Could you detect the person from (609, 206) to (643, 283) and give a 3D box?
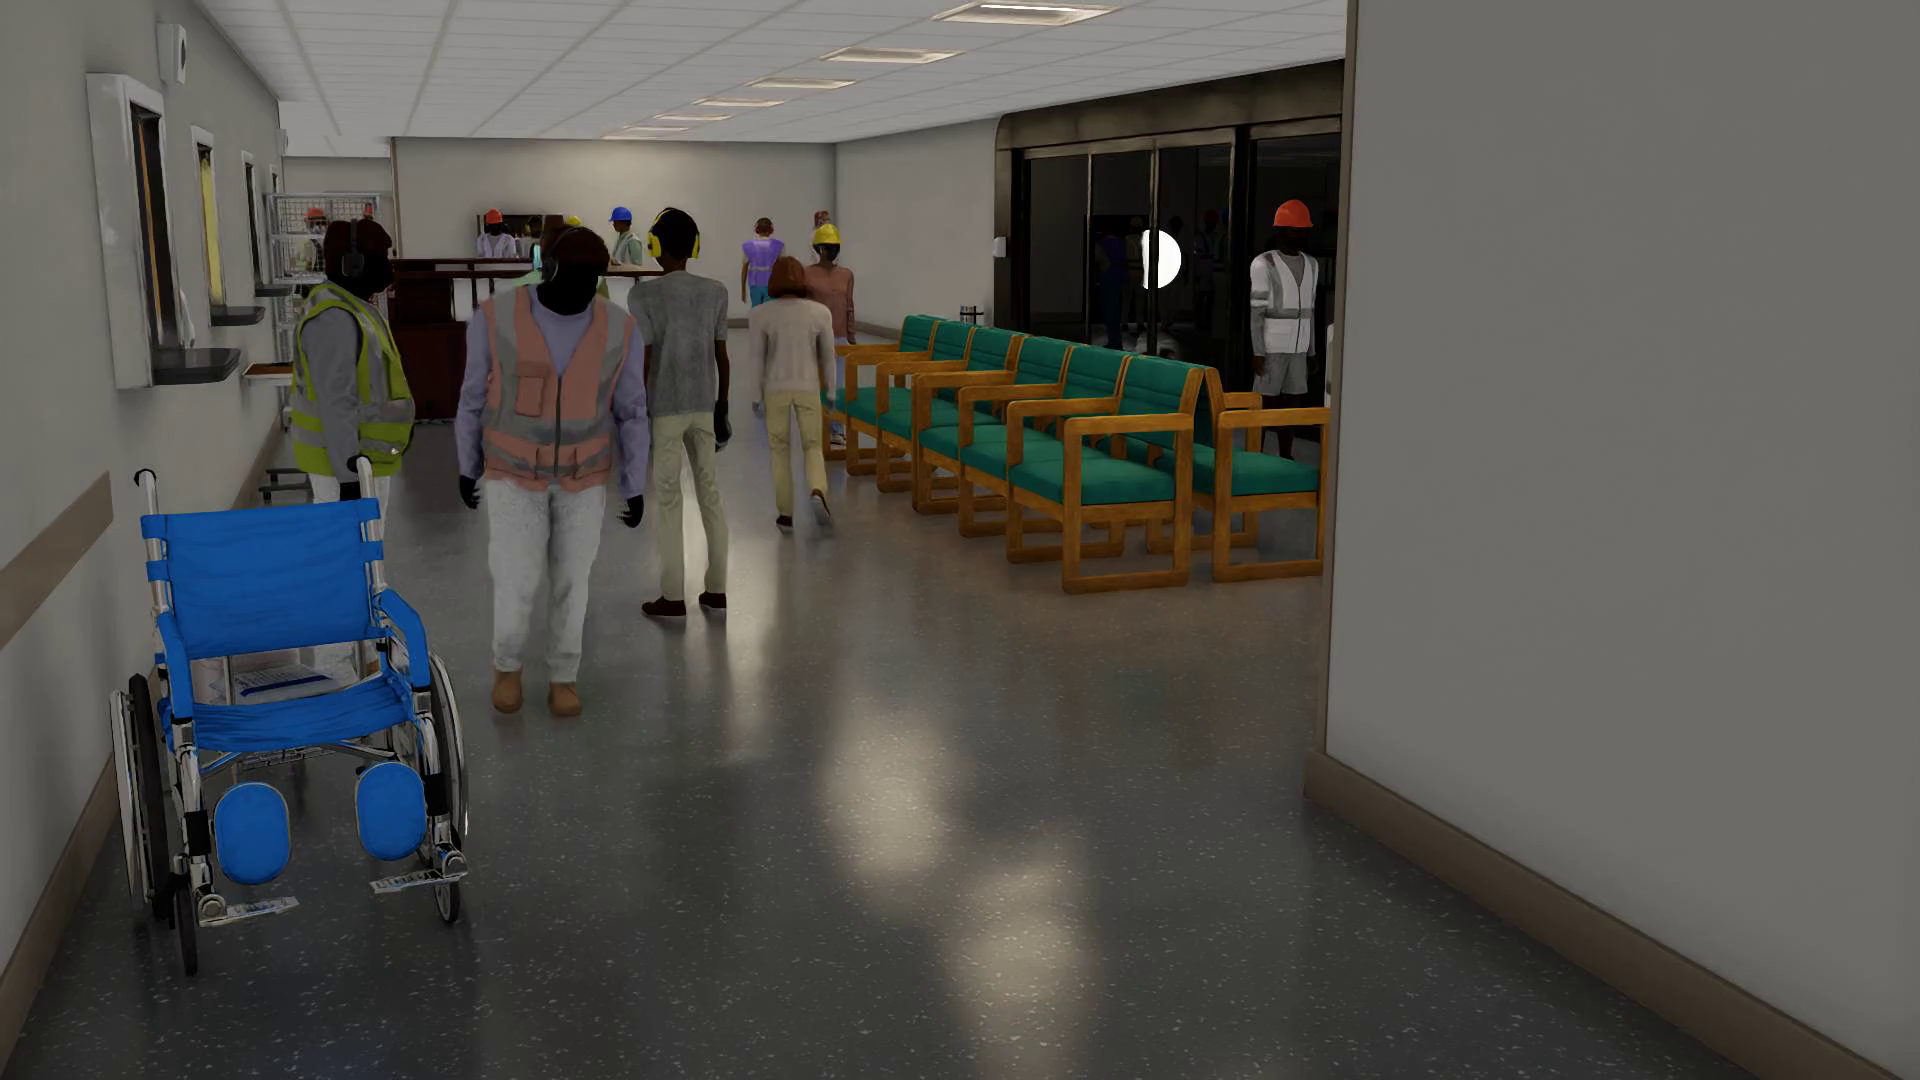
[{"bbox_3d":[-4.146,-3.161,20.702,0.406,1.945,0.615,-7,13,-31],"label":"person"}]

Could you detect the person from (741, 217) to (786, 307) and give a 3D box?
[{"bbox_3d":[-2.512,-3.214,21.317,0.581,1.827,0.433,1,11,4],"label":"person"}]

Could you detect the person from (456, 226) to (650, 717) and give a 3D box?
[{"bbox_3d":[-1.453,-0.219,6.005,0.661,1.800,0.510,-4,12,-22],"label":"person"}]

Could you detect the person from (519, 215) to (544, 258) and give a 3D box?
[{"bbox_3d":[-6.007,-3.676,23.609,0.591,1.848,0.505,-10,15,-41],"label":"person"}]

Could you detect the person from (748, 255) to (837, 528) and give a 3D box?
[{"bbox_3d":[-0.962,-0.844,9.692,0.510,1.610,0.544,-3,11,-14],"label":"person"}]

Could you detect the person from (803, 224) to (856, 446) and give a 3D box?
[{"bbox_3d":[-1.051,-1.608,13.198,0.523,1.772,0.307,-8,13,-34],"label":"person"}]

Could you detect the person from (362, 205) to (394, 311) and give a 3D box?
[{"bbox_3d":[-8.179,-3.674,23.251,0.611,1.985,0.415,2,11,10],"label":"person"}]

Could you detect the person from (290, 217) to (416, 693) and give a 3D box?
[{"bbox_3d":[-2.271,-0.285,6.283,0.431,1.833,0.644,-2,11,-9],"label":"person"}]

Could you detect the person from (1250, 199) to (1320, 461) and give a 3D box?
[{"bbox_3d":[2.192,-1.299,11.175,0.542,1.939,0.365,-6,12,-28],"label":"person"}]

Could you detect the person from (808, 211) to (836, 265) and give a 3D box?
[{"bbox_3d":[-2.069,-3.989,25.053,0.406,1.911,0.636,-2,11,-10],"label":"person"}]

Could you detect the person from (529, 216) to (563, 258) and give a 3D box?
[{"bbox_3d":[-5.001,-3.083,20.608,0.429,1.837,0.626,9,14,40],"label":"person"}]

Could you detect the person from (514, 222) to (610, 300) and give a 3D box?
[{"bbox_3d":[-2.318,-0.967,9.848,0.577,1.792,0.935,2,11,12],"label":"person"}]

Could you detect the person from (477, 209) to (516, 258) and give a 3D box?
[{"bbox_3d":[-6.455,-3.635,23.199,0.547,1.929,0.384,1,11,4],"label":"person"}]

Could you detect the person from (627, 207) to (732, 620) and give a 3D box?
[{"bbox_3d":[-1.282,-0.569,7.605,0.508,1.872,0.329,-8,14,-36],"label":"person"}]
